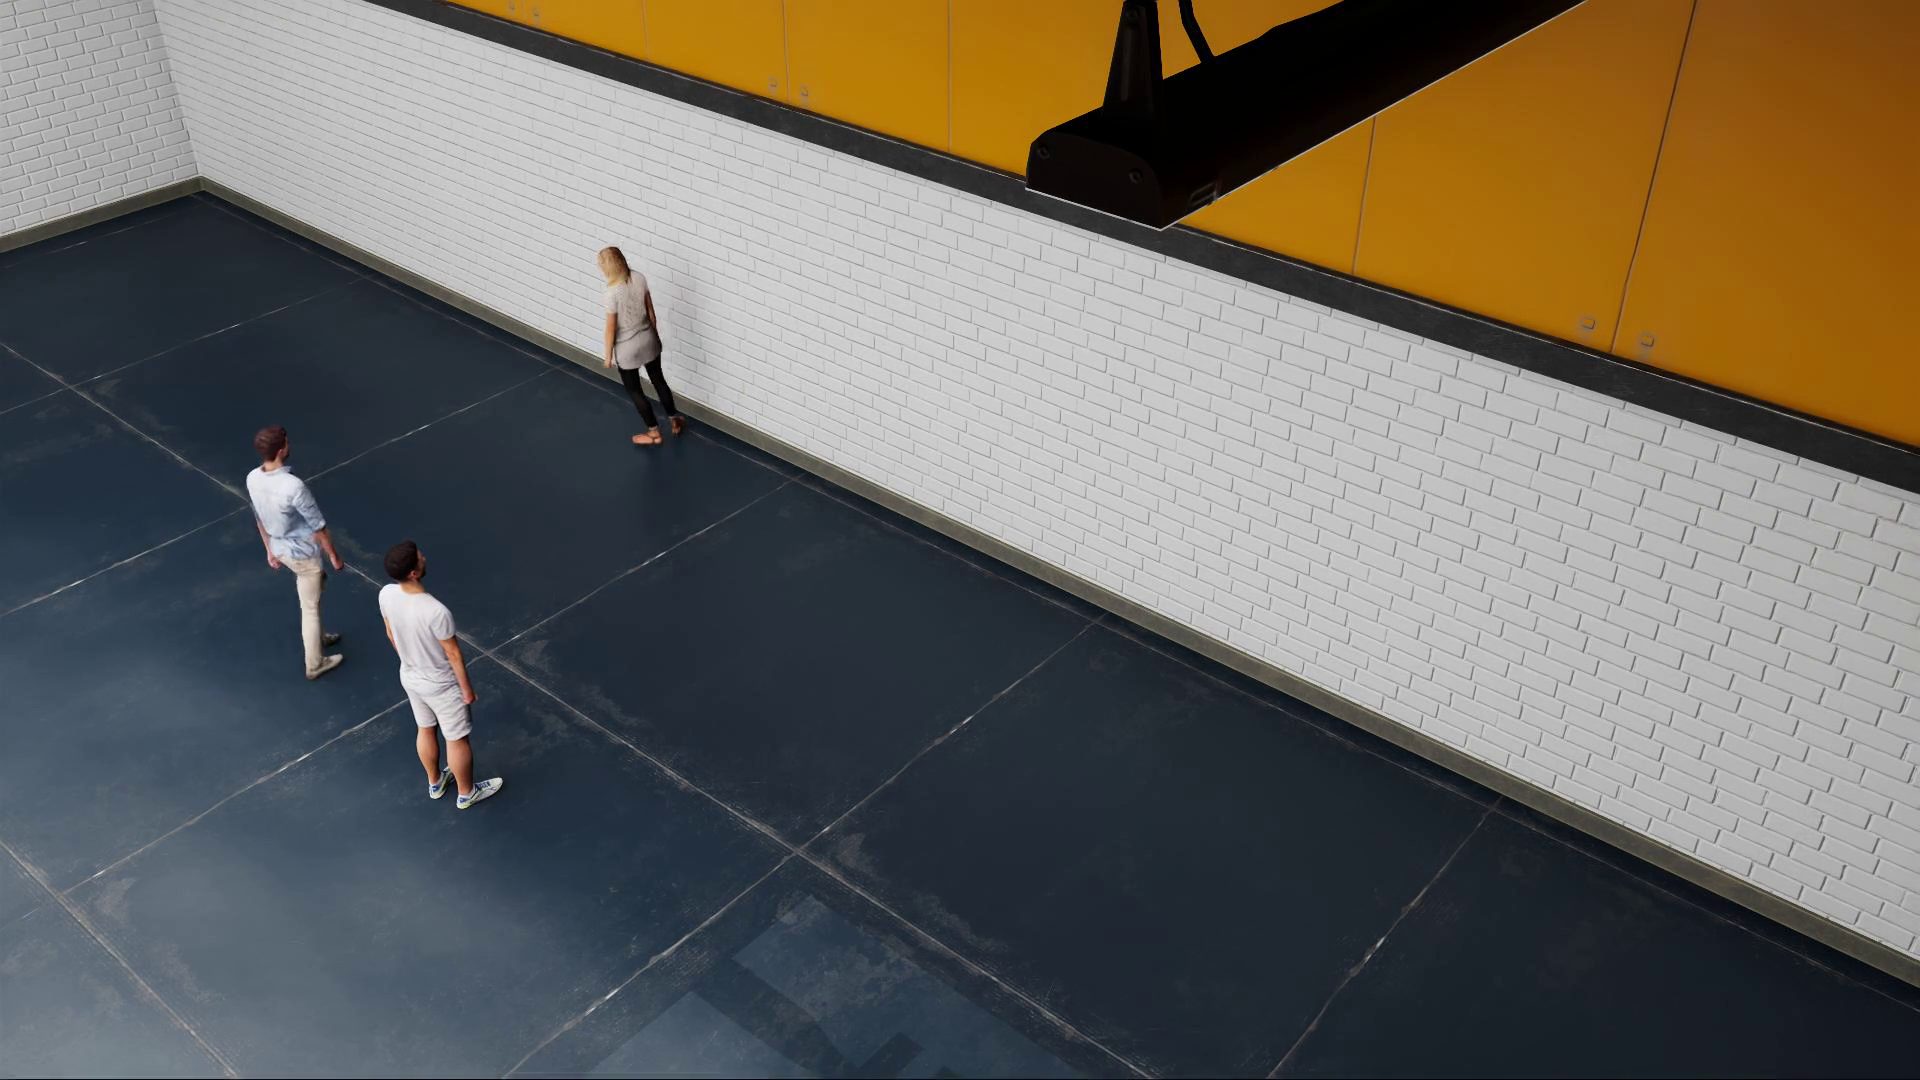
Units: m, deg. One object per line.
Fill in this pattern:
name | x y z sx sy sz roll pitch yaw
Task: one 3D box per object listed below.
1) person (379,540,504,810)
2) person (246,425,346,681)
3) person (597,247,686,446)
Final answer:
person | -3.110 0.796 9.781 0.728 1.855 0.636 17 37 24
person | -4.366 0.129 10.802 0.690 1.835 0.691 20 38 27
person | -2.554 -1.543 13.366 0.431 1.782 0.886 -25 41 -32
